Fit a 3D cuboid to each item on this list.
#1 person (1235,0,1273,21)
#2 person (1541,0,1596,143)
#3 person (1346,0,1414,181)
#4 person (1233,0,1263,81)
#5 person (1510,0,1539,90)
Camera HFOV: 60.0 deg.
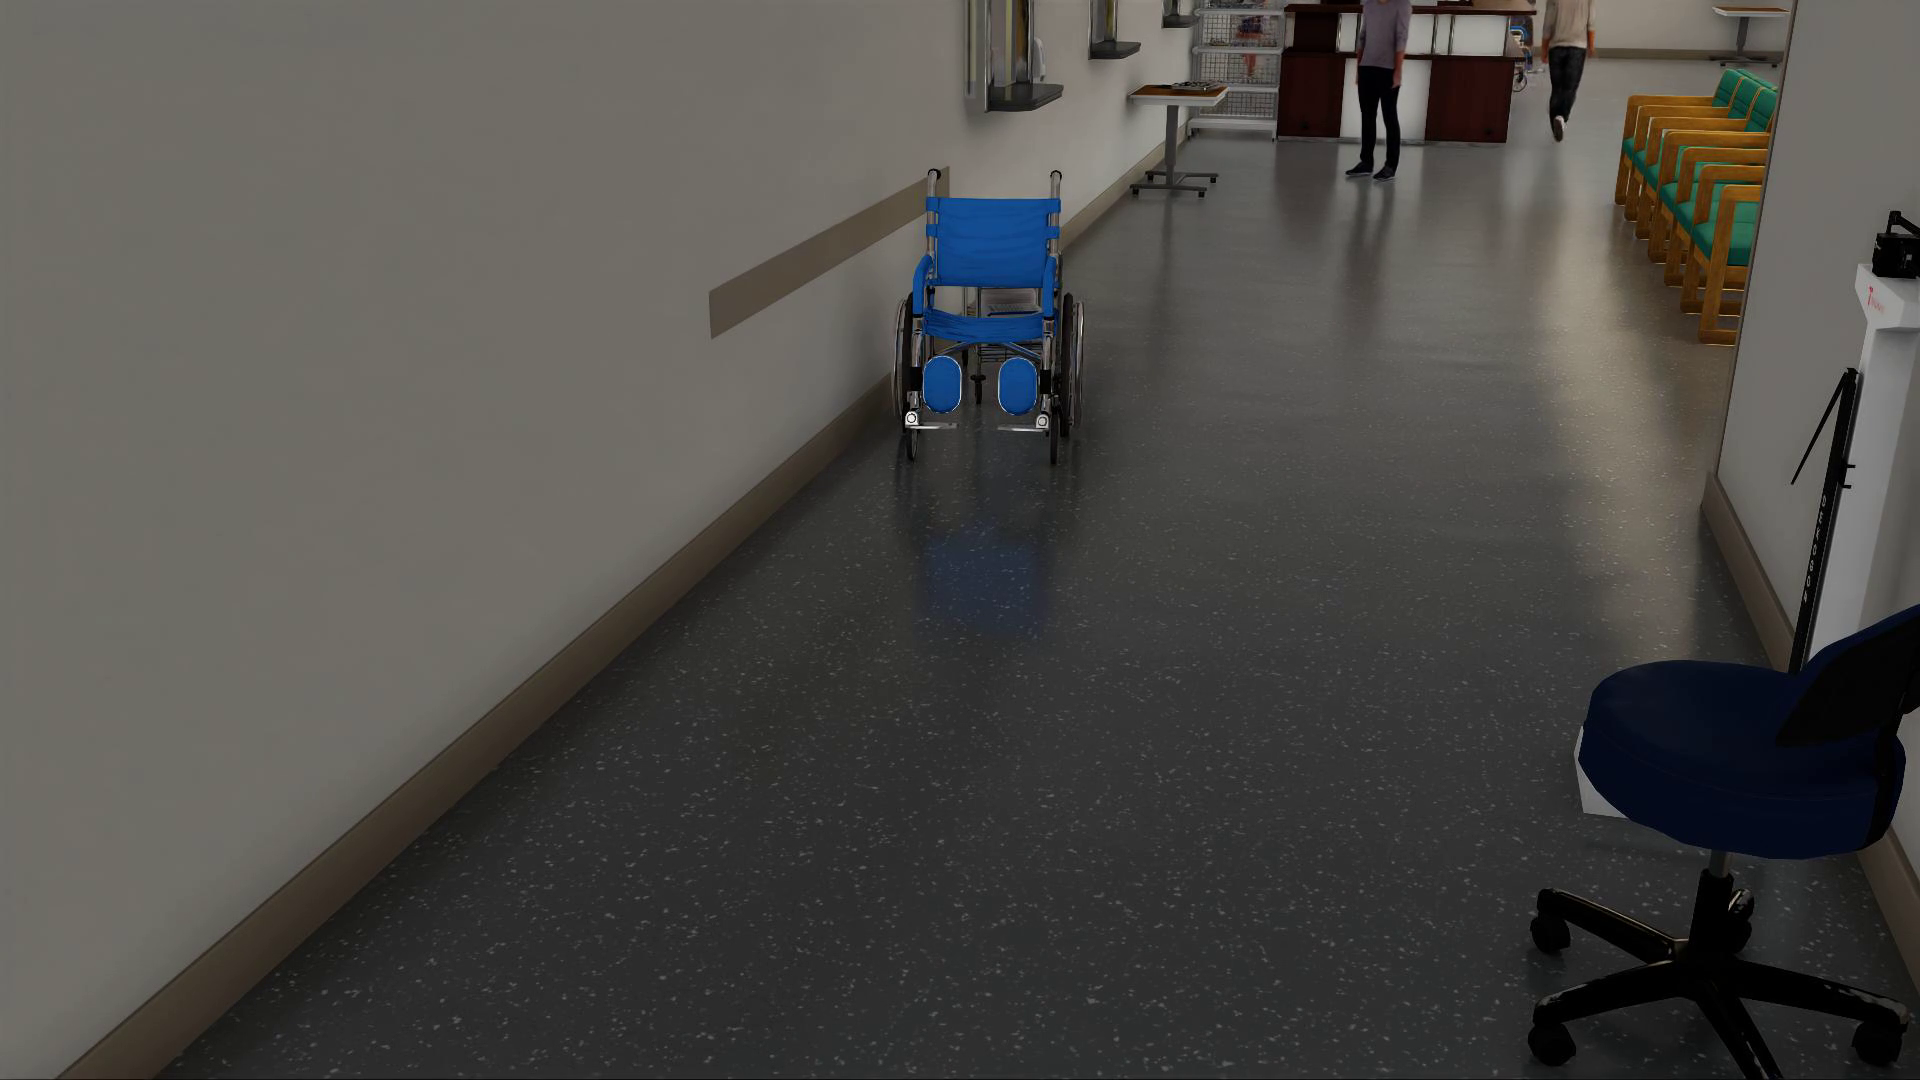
[{"bbox_3d":[6.216,-11.880,35.399,1.109,1.602,0.669,3,21,7],"label":"person"},{"bbox_3d":[6.105,-4.902,16.720,1.041,1.782,0.806,9,22,22],"label":"person"},{"bbox_3d":[3.690,-4.107,14.539,0.783,1.841,0.684,-15,26,-35],"label":"person"},{"bbox_3d":[4.056,-7.143,22.871,0.723,1.617,0.684,-6,21,-15],"label":"person"},{"bbox_3d":[7.430,-6.917,22.253,1.062,1.796,0.983,-4,21,-10],"label":"person"}]
